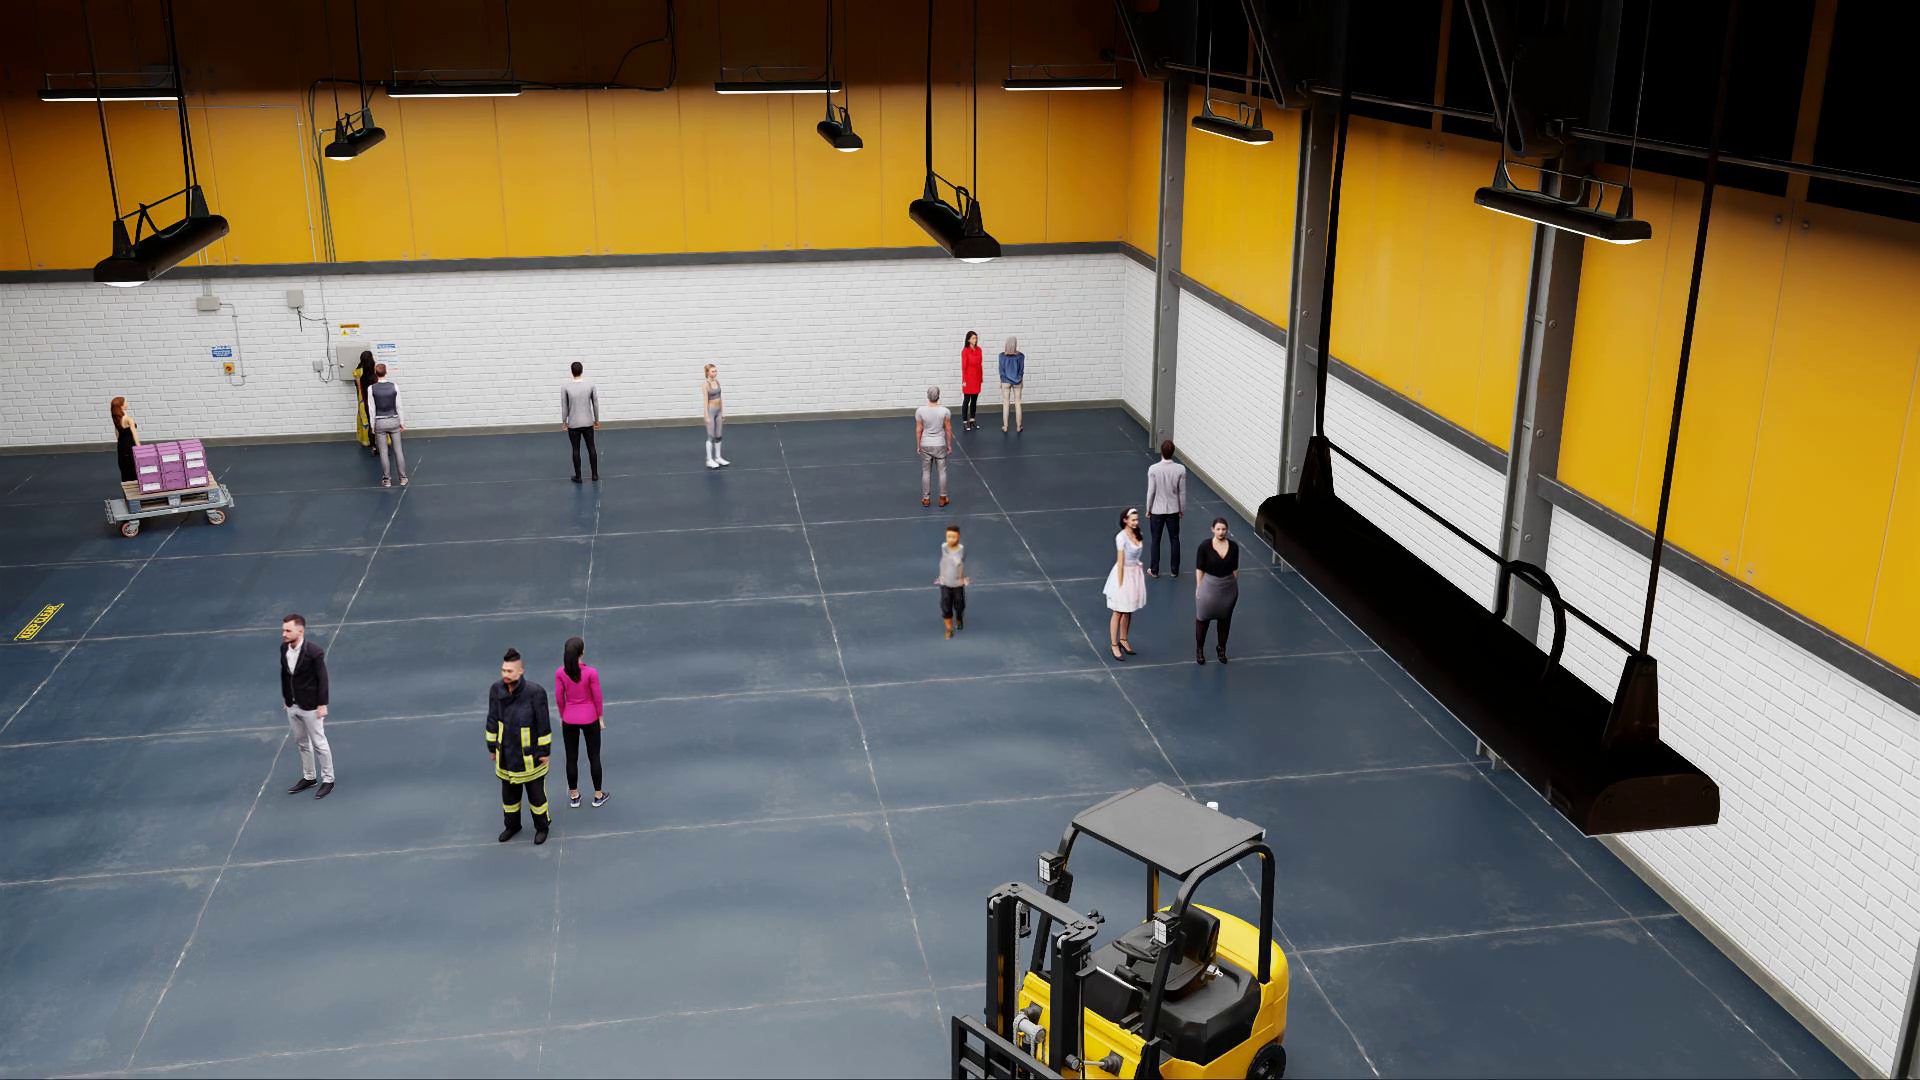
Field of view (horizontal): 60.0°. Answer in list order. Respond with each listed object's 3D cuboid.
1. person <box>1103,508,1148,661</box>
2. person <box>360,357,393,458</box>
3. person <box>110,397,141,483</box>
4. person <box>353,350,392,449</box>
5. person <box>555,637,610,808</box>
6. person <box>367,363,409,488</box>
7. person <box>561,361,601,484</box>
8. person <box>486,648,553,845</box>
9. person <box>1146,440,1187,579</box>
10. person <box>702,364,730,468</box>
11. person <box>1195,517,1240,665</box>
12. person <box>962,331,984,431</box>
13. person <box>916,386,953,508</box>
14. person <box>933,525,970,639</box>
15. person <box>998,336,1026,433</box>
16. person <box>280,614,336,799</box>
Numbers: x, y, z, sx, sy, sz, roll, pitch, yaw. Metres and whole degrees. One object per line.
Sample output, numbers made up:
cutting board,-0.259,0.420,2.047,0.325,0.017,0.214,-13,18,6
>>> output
person,1.935,0.495,19.264,0.911,1.815,0.857,15,24,38
person,-9.688,-2.194,27.495,0.660,1.656,0.669,7,20,19
person,-12.568,-1.374,25.111,0.675,1.624,0.719,9,21,25
person,-9.922,-2.385,28.059,0.933,1.660,0.881,2,19,5
person,-3.612,1.720,15.808,0.627,1.698,0.616,0,19,1
person,-8.931,-1.809,25.912,0.709,1.938,0.631,-8,20,-21
person,-5.949,-1.852,26.064,0.803,1.922,0.713,-8,20,-23
person,-3.996,1.862,15.129,0.854,1.862,0.829,3,19,10
person,2.700,-0.412,21.901,0.695,1.850,0.578,-2,19,-5
person,-4.008,-2.028,26.931,0.715,1.702,0.650,12,22,31
person,2.940,0.573,19.118,0.664,1.760,0.610,-2,19,-7
person,0.209,-2.806,29.170,0.735,1.748,0.771,-16,24,-39
person,-0.391,-1.403,24.873,0.736,1.832,0.636,1,19,2
person,-0.096,0.434,20.020,0.696,1.447,0.782,3,19,9
person,0.904,-2.732,29.030,0.644,1.697,0.610,0,19,-1
person,-6.300,1.571,16.023,0.747,1.844,0.748,7,20,21
